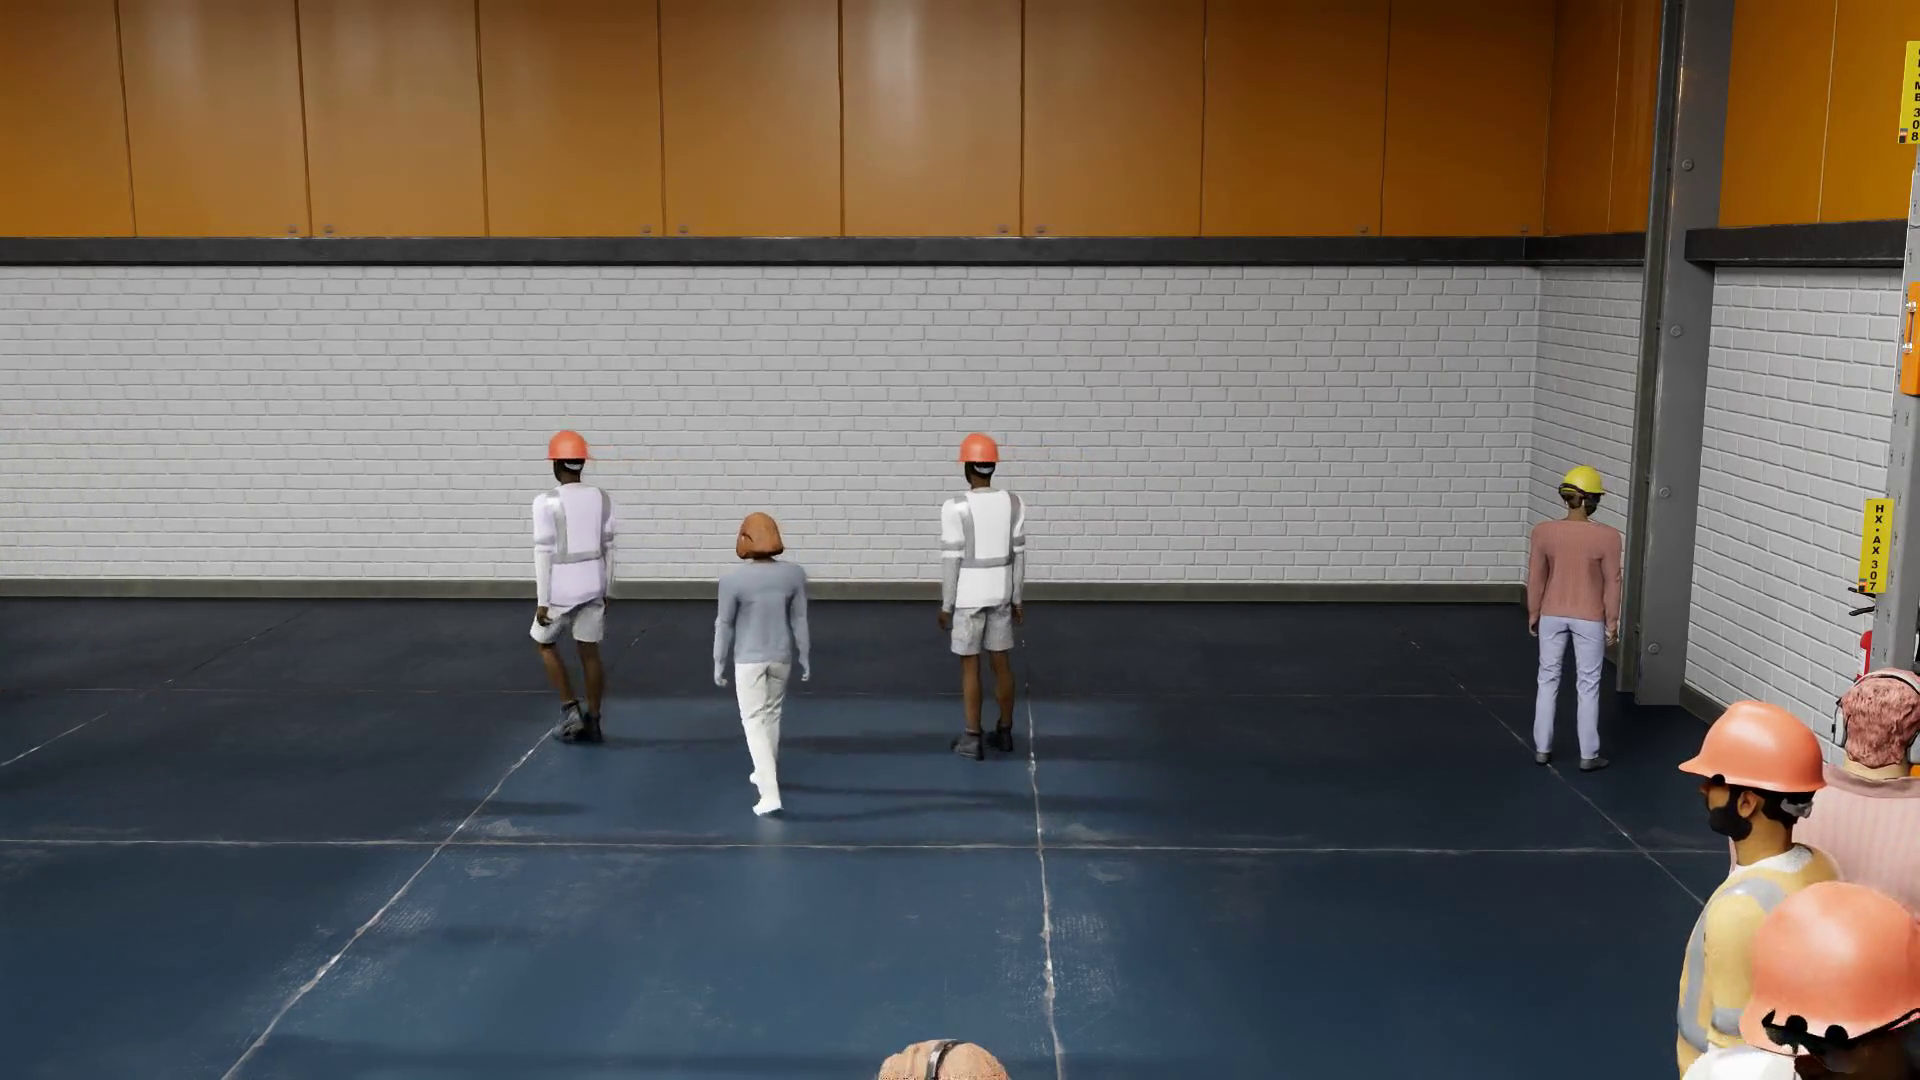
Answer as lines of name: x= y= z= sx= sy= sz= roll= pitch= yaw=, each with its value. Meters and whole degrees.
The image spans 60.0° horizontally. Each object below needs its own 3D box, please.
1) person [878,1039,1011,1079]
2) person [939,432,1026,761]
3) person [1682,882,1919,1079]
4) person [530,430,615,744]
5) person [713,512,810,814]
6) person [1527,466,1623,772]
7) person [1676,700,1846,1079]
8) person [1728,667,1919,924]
person: x=-0.008 y=1.641 z=2.872 sx=0.502 sy=1.623 sz=0.585 roll=4 pitch=10 yaw=20
person: x=0.116 y=0.326 z=9.836 sx=0.551 sy=1.935 sz=0.372 roll=-5 pitch=11 yaw=-28
person: x=1.431 y=1.499 z=2.683 sx=0.636 sy=1.995 sz=0.754 roll=7 pitch=12 yaw=37
person: x=-2.347 y=0.293 z=10.080 sx=0.566 sy=1.916 sz=0.442 roll=-9 pitch=13 yaw=-43
person: x=-1.064 y=0.642 z=8.949 sx=0.516 sy=1.603 sz=0.765 roll=-5 pitch=11 yaw=-28
person: x=3.540 y=0.453 z=9.597 sx=0.523 sy=1.763 sz=0.329 roll=7 pitch=12 yaw=37
person: x=1.795 y=1.323 z=3.855 sx=0.361 sy=1.938 sz=0.545 roll=8 pitch=13 yaw=41
person: x=2.311 y=1.267 z=4.289 sx=0.652 sy=1.906 sz=0.403 roll=7 pitch=12 yaw=36
